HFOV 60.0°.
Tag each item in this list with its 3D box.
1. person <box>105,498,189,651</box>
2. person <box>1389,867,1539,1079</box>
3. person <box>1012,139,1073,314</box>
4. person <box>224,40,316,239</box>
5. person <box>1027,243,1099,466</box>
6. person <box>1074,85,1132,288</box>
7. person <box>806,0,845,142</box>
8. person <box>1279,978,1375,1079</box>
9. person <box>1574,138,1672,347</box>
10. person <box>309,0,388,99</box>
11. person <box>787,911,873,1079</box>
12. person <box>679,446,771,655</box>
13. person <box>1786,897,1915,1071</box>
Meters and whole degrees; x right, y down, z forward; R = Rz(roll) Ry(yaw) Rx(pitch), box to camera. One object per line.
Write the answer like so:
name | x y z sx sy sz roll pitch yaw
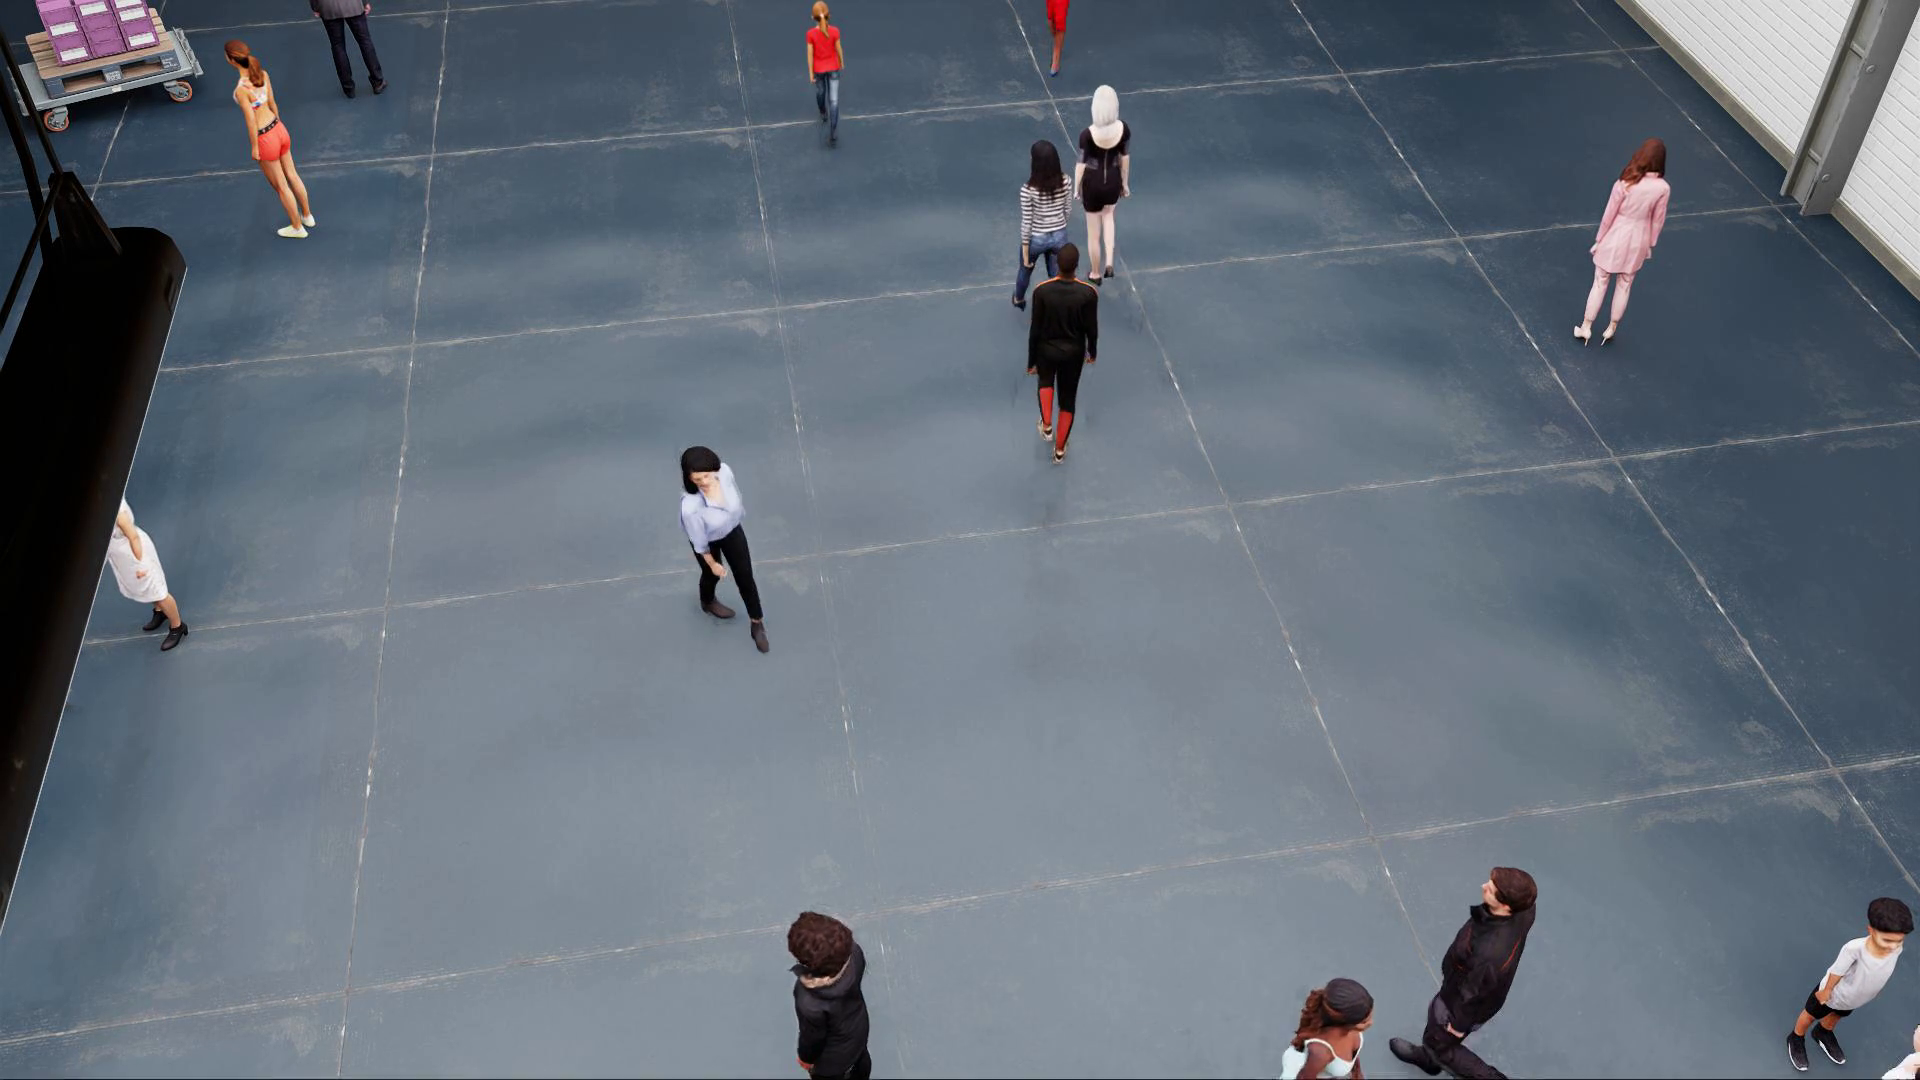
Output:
person | -5.298 0.069 10.615 0.702 1.555 0.607 -31 52 -29
person | 2.592 2.228 8.155 1.075 1.823 1.036 21 47 20
person | 0.704 -2.203 12.870 0.716 1.734 1.184 -13 45 -13
person | -5.841 -3.385 14.071 0.722 1.789 0.601 10 45 11
person | 0.714 -1.278 11.858 0.745 1.791 0.807 3 44 3
person | 1.176 -2.786 13.419 0.649 1.822 0.677 -11 45 -12
person | -1.231 -4.327 15.424 0.556 1.287 0.921 -2 44 -2
person | 1.570 2.555 7.908 1.028 1.690 1.030 22 48 21
person | 5.149 -2.286 12.908 0.675 1.803 0.629 6 44 6
person | -5.909 -5.118 15.853 0.737 1.842 0.639 -12 45 -13
person | -0.600 2.352 8.060 0.801 1.773 0.717 24 49 23
person | -1.579 -0.028 10.614 1.060 1.697 0.964 25 49 24
person | 4.575 2.257 8.531 0.480 1.261 0.489 -6 44 -7
